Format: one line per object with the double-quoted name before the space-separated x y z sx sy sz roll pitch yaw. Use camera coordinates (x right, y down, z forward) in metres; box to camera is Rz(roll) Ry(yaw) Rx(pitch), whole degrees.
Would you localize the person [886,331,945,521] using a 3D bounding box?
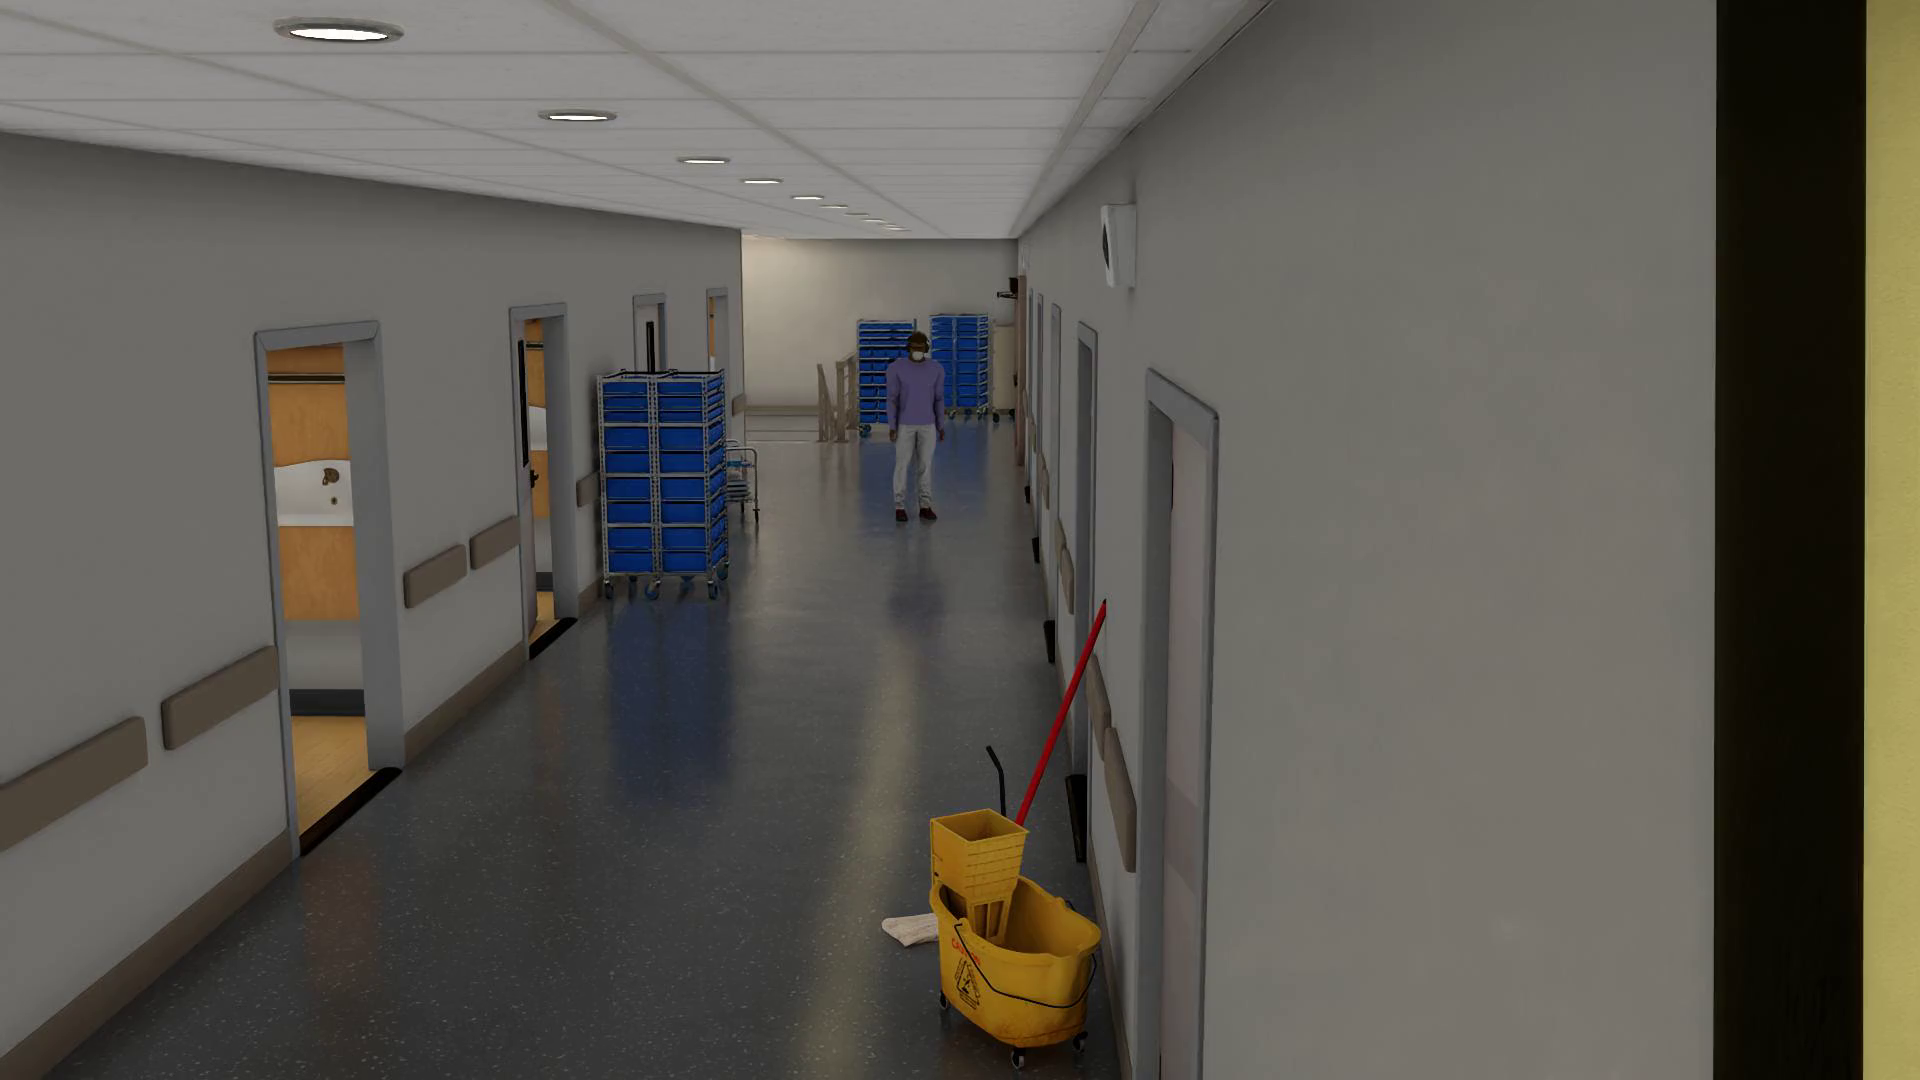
"person" -0.446 -1.160 16.942 0.627 1.933 0.374 -3 10 -18
